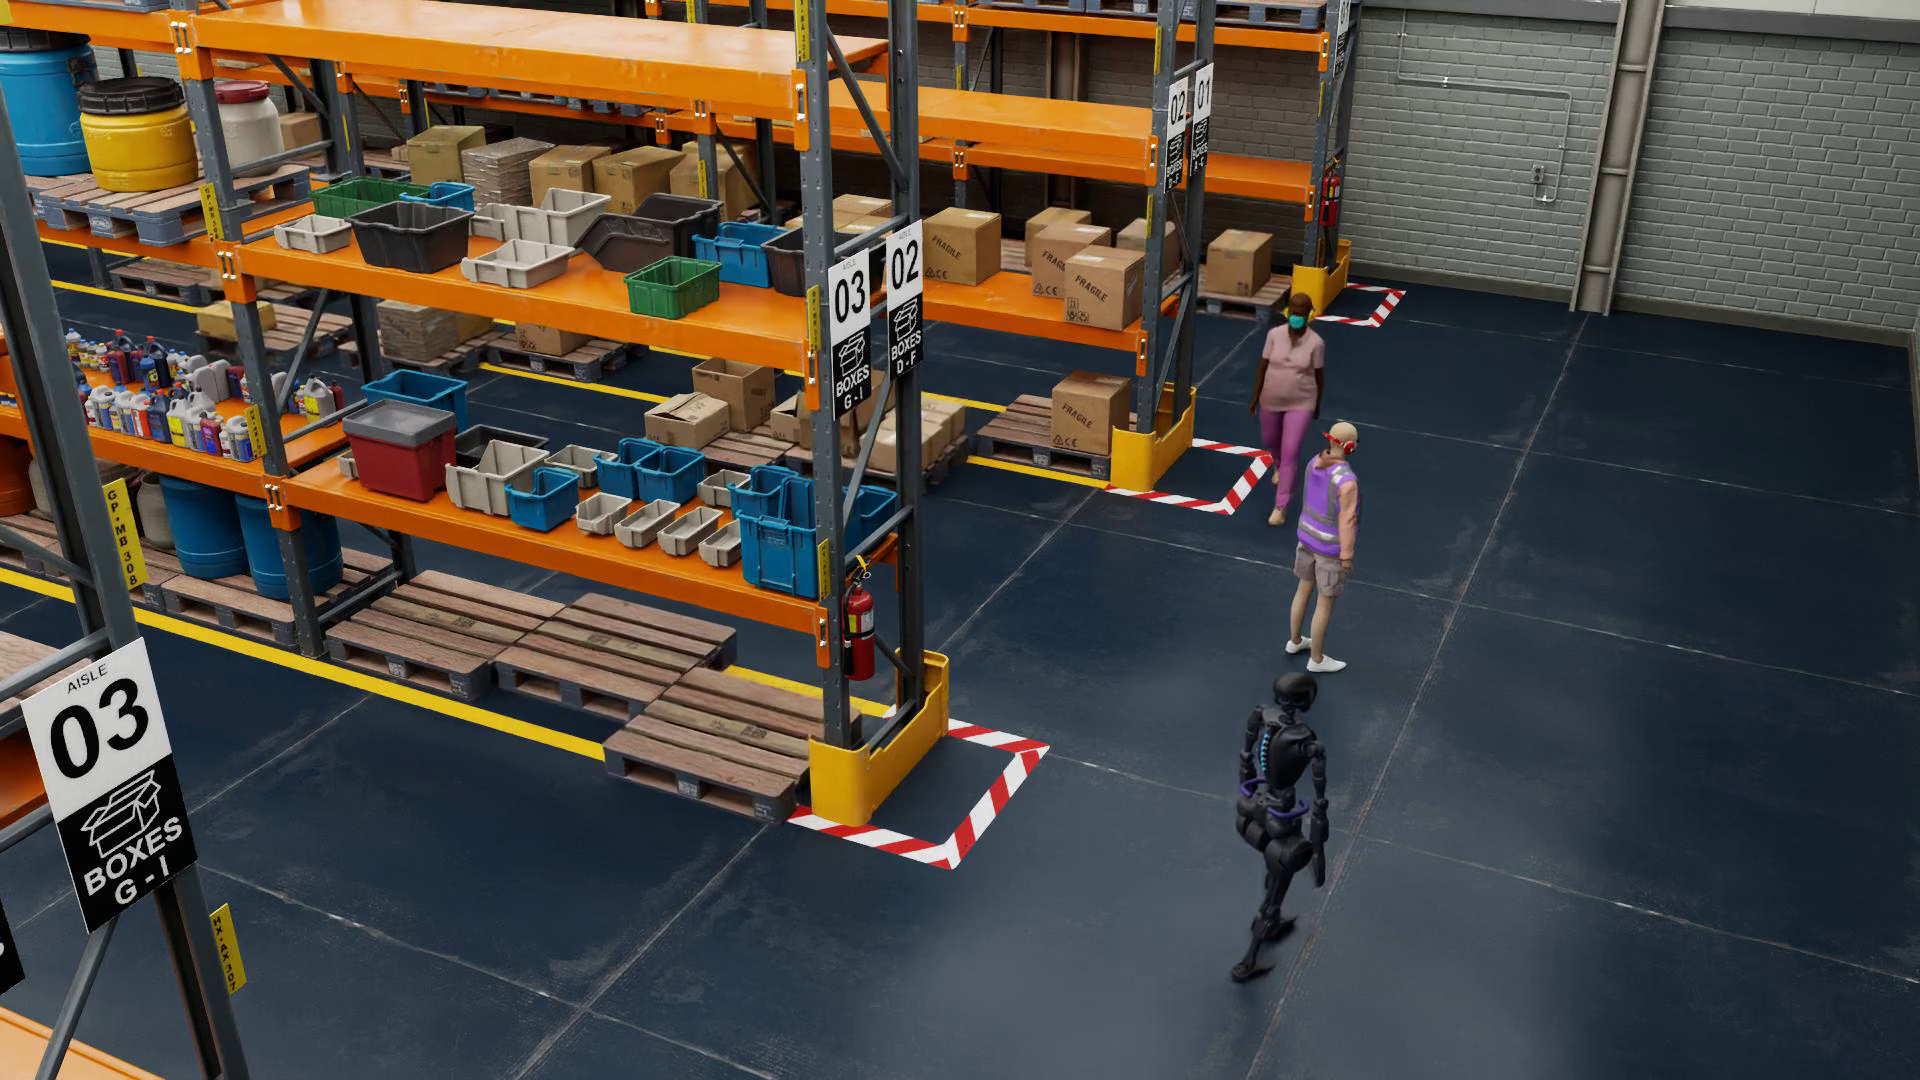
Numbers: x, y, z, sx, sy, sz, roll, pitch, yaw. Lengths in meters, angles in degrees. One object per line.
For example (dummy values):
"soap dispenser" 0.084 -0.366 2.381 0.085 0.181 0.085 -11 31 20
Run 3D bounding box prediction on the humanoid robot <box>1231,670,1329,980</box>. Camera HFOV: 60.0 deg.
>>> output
"humanoid robot" 1.581 1.343 8.007 0.658 1.636 0.609 -16 30 -29

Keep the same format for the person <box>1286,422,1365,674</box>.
"person" 2.335 0.042 10.622 0.352 1.688 0.489 -11 28 -21

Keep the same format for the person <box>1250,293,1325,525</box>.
"person" 2.536 -1.085 12.804 0.507 1.768 0.861 13 29 24
